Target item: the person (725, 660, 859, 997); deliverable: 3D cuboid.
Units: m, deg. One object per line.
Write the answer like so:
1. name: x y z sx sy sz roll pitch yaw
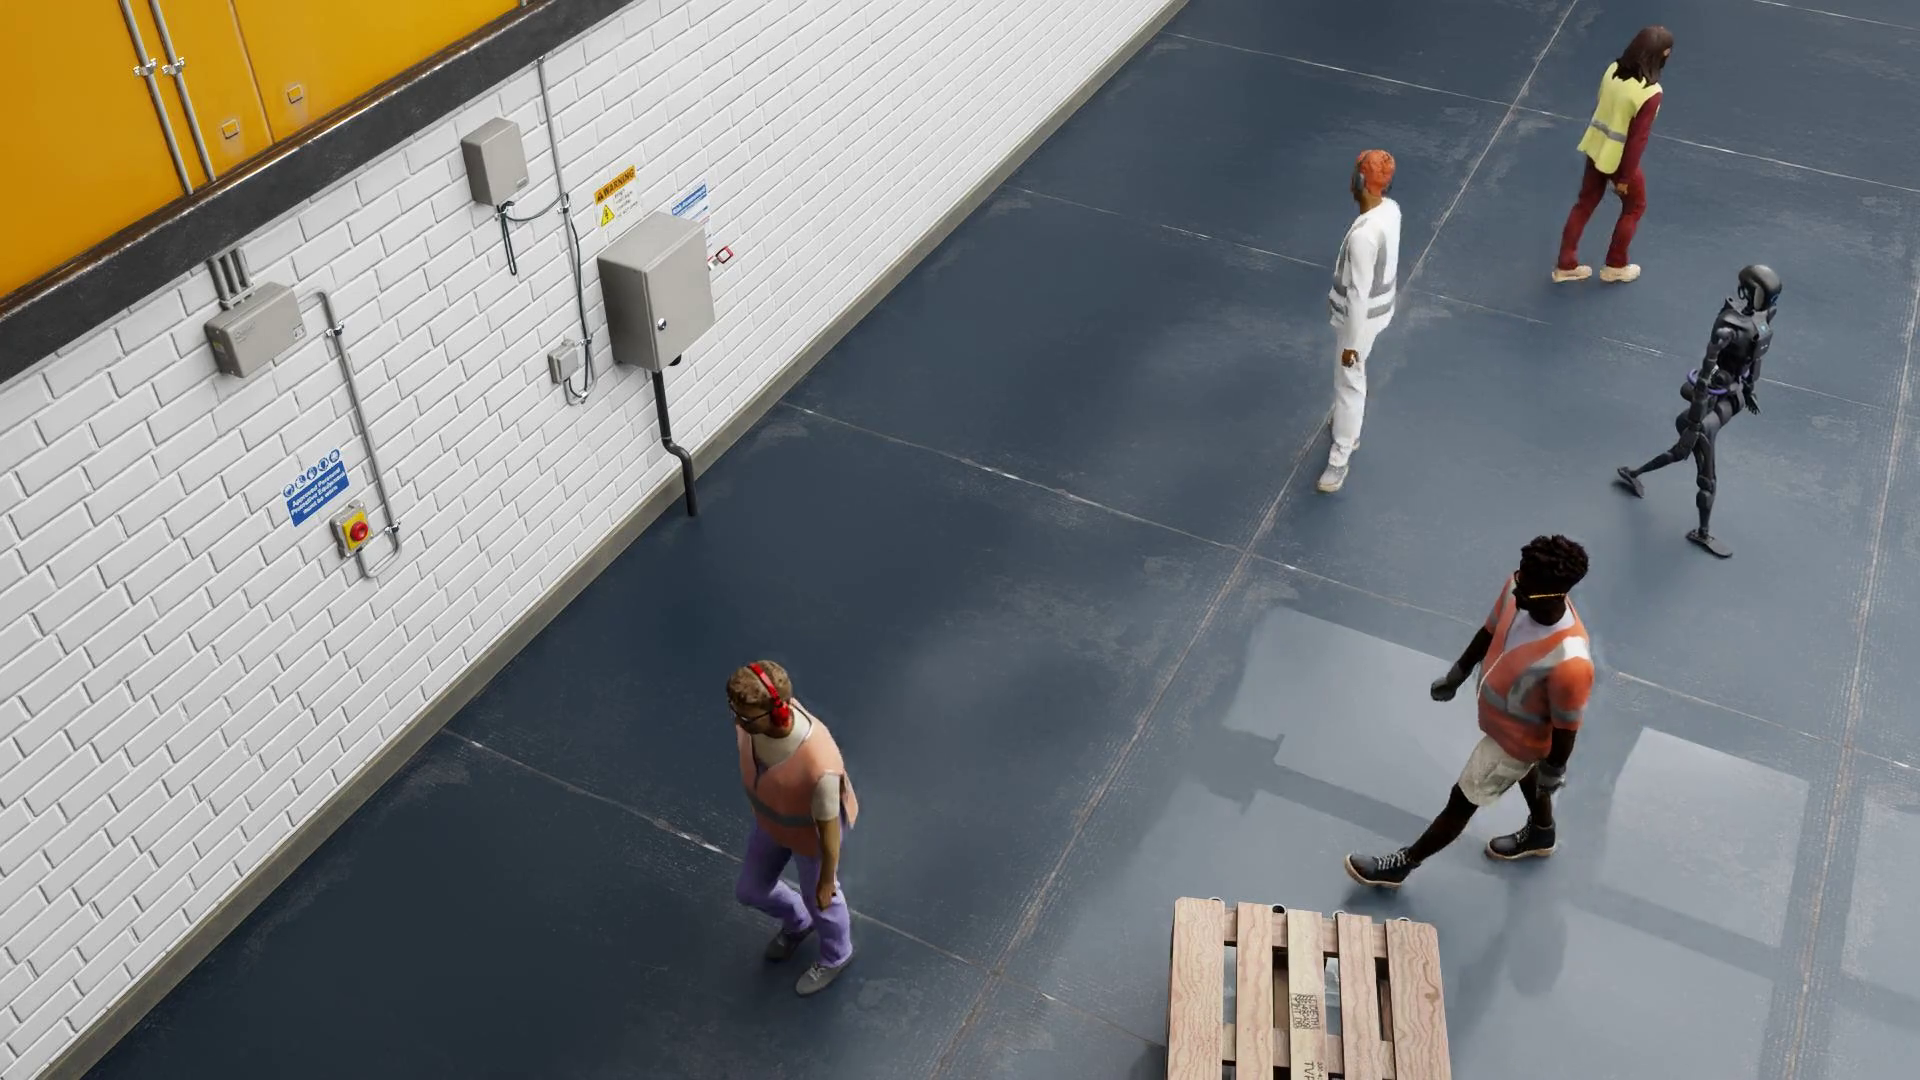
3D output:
1. person: -0.629 1.111 6.354 0.577 1.825 0.458 33 51 32

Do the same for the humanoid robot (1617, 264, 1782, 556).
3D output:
1. humanoid robot: 3.925 -0.733 8.659 0.608 1.646 0.785 -28 48 -29

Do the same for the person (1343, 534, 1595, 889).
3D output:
1. person: 2.184 0.716 6.750 1.018 1.909 0.610 -1 41 -1

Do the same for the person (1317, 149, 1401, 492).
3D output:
1. person: 2.136 -1.166 8.982 0.347 1.864 0.746 17 44 19

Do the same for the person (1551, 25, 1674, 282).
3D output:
1. person: 4.222 -2.423 10.518 0.684 1.751 0.473 -15 43 -17
